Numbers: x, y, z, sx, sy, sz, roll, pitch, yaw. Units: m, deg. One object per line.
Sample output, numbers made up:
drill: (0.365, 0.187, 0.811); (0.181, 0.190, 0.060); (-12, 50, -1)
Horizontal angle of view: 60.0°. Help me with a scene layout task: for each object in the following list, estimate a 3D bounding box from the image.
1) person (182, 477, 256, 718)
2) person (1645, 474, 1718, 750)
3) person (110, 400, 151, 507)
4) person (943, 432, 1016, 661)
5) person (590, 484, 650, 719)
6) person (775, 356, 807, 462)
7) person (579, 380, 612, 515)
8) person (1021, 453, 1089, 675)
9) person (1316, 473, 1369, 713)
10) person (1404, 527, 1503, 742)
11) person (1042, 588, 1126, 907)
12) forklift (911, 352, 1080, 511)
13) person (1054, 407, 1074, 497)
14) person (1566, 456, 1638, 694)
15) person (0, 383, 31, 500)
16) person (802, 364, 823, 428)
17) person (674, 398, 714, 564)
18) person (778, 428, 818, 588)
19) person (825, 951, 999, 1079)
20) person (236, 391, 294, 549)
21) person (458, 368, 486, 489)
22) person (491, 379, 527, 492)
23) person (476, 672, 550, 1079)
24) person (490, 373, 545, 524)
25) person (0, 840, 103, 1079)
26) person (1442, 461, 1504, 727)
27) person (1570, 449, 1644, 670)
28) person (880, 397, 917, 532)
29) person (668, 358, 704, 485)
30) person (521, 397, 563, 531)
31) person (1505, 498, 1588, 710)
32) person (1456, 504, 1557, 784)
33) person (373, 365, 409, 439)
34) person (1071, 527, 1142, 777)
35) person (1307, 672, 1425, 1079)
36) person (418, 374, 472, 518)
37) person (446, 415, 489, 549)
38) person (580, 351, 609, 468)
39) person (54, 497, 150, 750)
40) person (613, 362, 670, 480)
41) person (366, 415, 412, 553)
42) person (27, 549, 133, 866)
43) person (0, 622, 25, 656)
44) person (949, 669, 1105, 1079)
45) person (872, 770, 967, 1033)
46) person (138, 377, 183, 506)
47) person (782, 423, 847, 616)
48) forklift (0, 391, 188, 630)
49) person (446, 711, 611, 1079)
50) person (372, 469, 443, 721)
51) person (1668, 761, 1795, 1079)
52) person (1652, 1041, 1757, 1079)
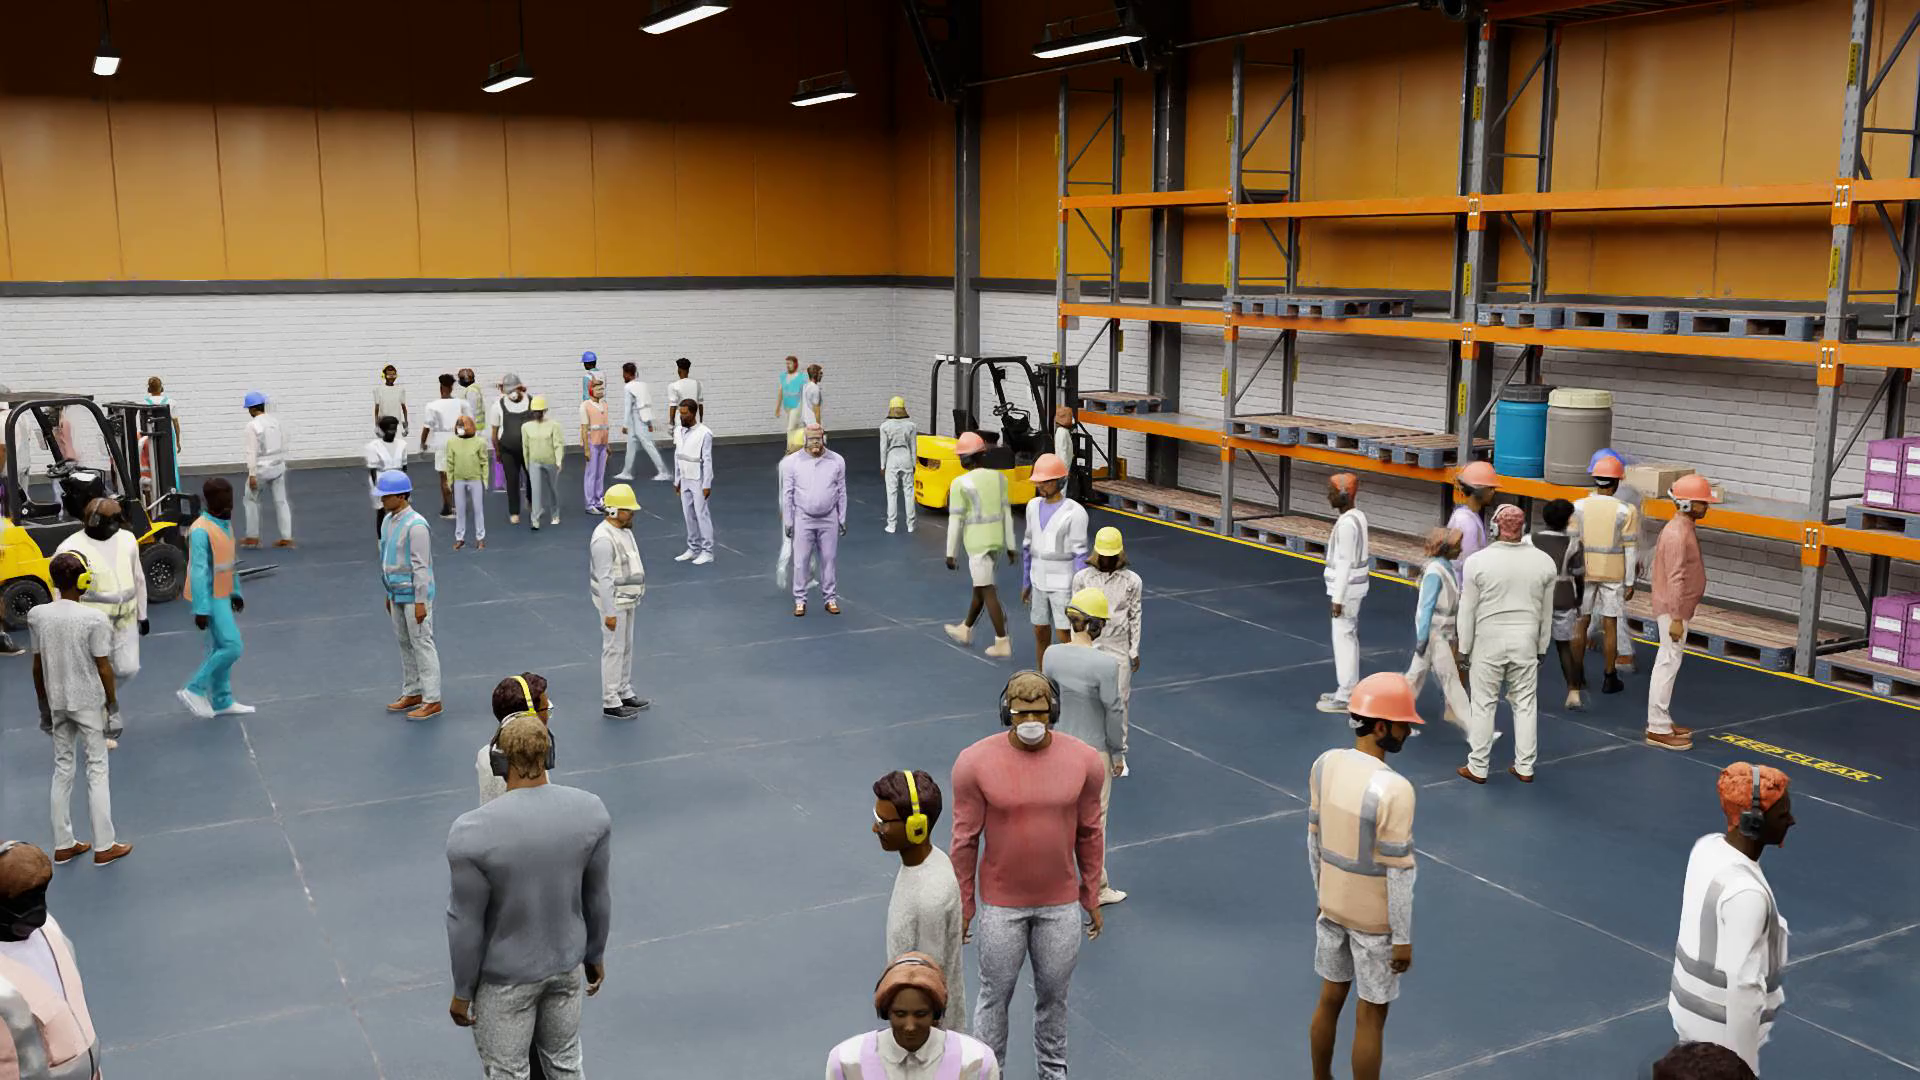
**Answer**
person: (-5.683, 0.451, 12.718); (0.441, 1.896, 0.710); (-2, 10, -11)
person: (5.223, 0.508, 12.073); (0.396, 1.992, 0.623); (4, 11, 24)
person: (-9.112, -0.570, 18.366); (0.608, 1.962, 0.374); (2, 10, 14)
person: (0.129, 0.038, 14.786); (0.616, 1.985, 1.025); (-9, 13, -42)
person: (-2.626, 0.471, 12.803); (0.403, 1.818, 0.601); (1, 10, 5)
person: (-2.825, -2.278, 28.646); (0.560, 1.817, 0.866); (8, 13, 39)
person: (-4.988, -1.273, 22.749); (0.389, 1.847, 0.563); (4, 10, 20)
person: (0.701, 0.339, 12.910); (0.614, 2.038, 0.395); (10, 14, 44)
person: (3.011, 0.407, 12.999); (0.361, 1.877, 0.589); (4, 11, 20)
person: (3.532, 0.701, 12.116); (0.868, 1.592, 0.528); (4, 11, 24)
person: (0.686, 1.134, 9.153); (0.524, 1.760, 0.327); (8, 13, 40)
forklift: (0.460, -1.461, 22.833); (2.313, 2.155, 1.214); (-5, 11, -28)
person: (1.315, -0.870, 21.040); (0.278, 1.634, 0.498); (0, 10, 3)
person: (5.225, 0.279, 13.563); (0.551, 1.932, 0.377); (6, 12, 32)
person: (-11.364, -0.854, 19.780); (0.538, 2.000, 0.683); (-1, 10, -6)
person: (-2.285, -1.815, 25.898); (0.340, 1.838, 0.506); (-5, 11, -25)
person: (-3.055, -0.683, 19.178); (0.590, 1.912, 0.386); (9, 13, 41)
person: (-1.710, -0.312, 17.544); (0.489, 1.728, 0.609); (3, 10, 16)
person: (-0.135, 1.956, 4.791); (0.513, 1.630, 0.318); (0, 10, -1)
person: (-8.434, -0.834, 20.001); (0.789, 1.913, 0.665); (3, 10, 18)
person: (-7.405, -1.686, 25.197); (0.429, 1.830, 0.635); (-3, 10, -15)
person: (-6.733, -1.574, 24.874); (0.627, 1.702, 0.658); (9, 14, 43)
person: (-1.786, 1.466, 6.917); (0.508, 1.872, 0.329); (9, 13, 42)
person: (-5.882, -1.264, 22.137); (0.702, 2.000, 0.803); (-4, 11, -23)
person: (-2.846, 1.803, 5.074); (0.430, 1.838, 0.619); (-1, 10, -4)
person: (3.838, 0.425, 12.480); (0.455, 2.031, 0.669); (4, 11, 21)
person: (5.640, 0.146, 14.499); (0.603, 1.888, 0.987); (-5, 11, -29)
person: (-0.789, -0.963, 21.291); (0.483, 1.734, 0.319); (-2, 10, -11)
person: (-4.206, -1.814, 25.517); (0.609, 1.965, 0.368); (-8, 13, -38)
person: (-5.398, -0.997, 21.543); (0.538, 1.719, 0.933); (-1, 10, -4)
person: (4.572, 0.505, 13.018); (0.619, 1.676, 0.457); (3, 10, 16)
person: (3.669, 0.702, 11.252); (0.641, 1.898, 0.395); (-1, 10, -3)
person: (-8.719, -1.757, 25.516); (0.509, 1.860, 0.333); (-6, 12, -32)
person: (0.994, 0.761, 11.358); (0.484, 1.736, 0.309); (1, 10, 5)
person: (1.633, 1.476, 6.683); (0.381, 1.931, 0.548); (-5, 11, -26)
person: (-6.945, -1.272, 22.474); (0.761, 1.930, 0.601); (-7, 12, -33)
person: (-5.936, -0.700, 20.064); (0.503, 1.631, 0.283); (-1, 10, -3)
person: (-6.082, -2.163, 27.621); (0.416, 1.939, 0.604); (3, 10, 19)
person: (-6.291, 0.584, 12.134); (0.599, 1.827, 0.667); (6, 11, 31)
person: (-4.988, -1.850, 26.047); (0.959, 1.868, 0.582); (1, 10, 6)
person: (-6.718, -0.637, 19.596); (0.543, 1.674, 0.553); (-9, 13, -42)
person: (-5.162, 0.983, 9.733); (0.511, 1.862, 0.324); (1, 10, 8)
person: (-8.869, 0.085, 14.707); (0.969, 1.925, 0.607); (3, 10, 19)
person: (0.276, 1.462, 6.736); (0.637, 1.938, 0.355); (-1, 10, -8)
person: (-0.143, 1.683, 5.699); (0.327, 1.862, 0.511); (-1, 10, -7)
person: (-11.182, -1.359, 23.268); (0.504, 1.840, 0.345); (-5, 11, -29)
person: (-1.423, -0.201, 16.407); (0.651, 1.907, 0.409); (-3, 10, -15)
forklift: (-9.026, -0.363, 16.508); (1.214, 2.155, 2.313); (6, 11, 29)
person: (-1.575, 1.578, 6.123); (0.632, 1.928, 0.392); (-9, 13, -42)
person: (-4.260, 0.415, 12.783); (0.426, 1.938, 0.604); (-9, 14, -43)
person: (2.616, 1.673, 5.688); (0.354, 1.881, 0.576); (2, 10, 11)
person: (1.451, 2.009, 3.741); (0.697, 1.893, 0.626); (0, 10, -2)
